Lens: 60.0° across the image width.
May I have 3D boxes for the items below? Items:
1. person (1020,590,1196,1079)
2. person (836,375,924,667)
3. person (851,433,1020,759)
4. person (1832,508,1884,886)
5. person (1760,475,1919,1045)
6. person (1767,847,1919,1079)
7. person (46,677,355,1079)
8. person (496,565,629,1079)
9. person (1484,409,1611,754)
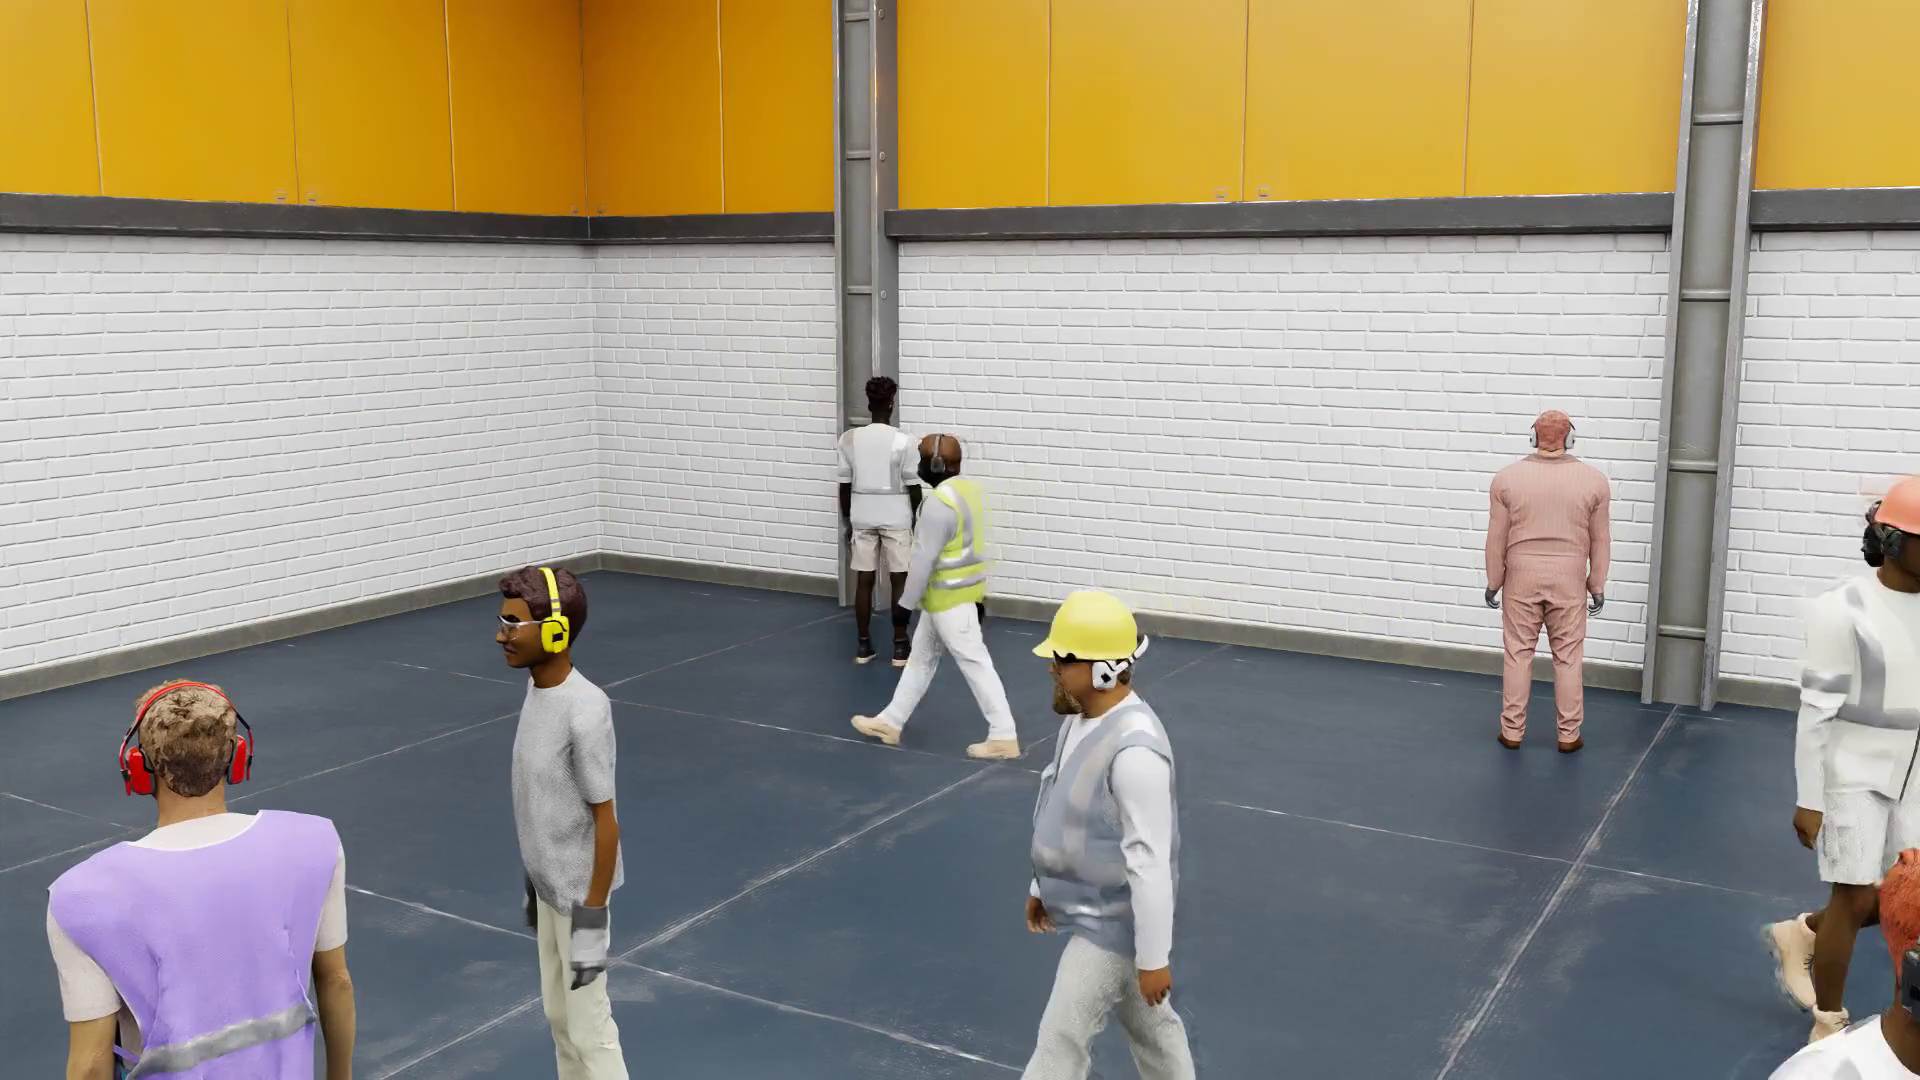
[{"bbox_3d":[0.321,1.020,4.646,0.941,1.778,0.610,-1,9,-5],"label":"person"},{"bbox_3d":[-0.539,-0.128,11.264,0.659,1.964,0.374,3,10,18],"label":"person"},{"bbox_3d":[-0.108,0.310,9.122,1.008,1.784,0.621,2,9,11],"label":"person"},{"bbox_3d":[3.897,0.682,7.034,0.365,1.683,0.544,4,10,25],"label":"person"},{"bbox_3d":[2.984,0.763,5.526,0.618,2.021,0.633,-3,9,-16],"label":"person"},{"bbox_3d":[1.424,1.353,2.415,0.587,1.835,0.956,-6,11,-34],"label":"person"},{"bbox_3d":[-1.493,1.195,3.371,0.571,1.843,0.373,-9,13,-43],"label":"person"},{"bbox_3d":[-1.098,0.988,4.582,0.333,1.873,0.517,-5,11,-31],"label":"person"},{"bbox_3d":[3.247,0.228,9.226,0.652,1.904,0.402,3,10,17],"label":"person"}]
